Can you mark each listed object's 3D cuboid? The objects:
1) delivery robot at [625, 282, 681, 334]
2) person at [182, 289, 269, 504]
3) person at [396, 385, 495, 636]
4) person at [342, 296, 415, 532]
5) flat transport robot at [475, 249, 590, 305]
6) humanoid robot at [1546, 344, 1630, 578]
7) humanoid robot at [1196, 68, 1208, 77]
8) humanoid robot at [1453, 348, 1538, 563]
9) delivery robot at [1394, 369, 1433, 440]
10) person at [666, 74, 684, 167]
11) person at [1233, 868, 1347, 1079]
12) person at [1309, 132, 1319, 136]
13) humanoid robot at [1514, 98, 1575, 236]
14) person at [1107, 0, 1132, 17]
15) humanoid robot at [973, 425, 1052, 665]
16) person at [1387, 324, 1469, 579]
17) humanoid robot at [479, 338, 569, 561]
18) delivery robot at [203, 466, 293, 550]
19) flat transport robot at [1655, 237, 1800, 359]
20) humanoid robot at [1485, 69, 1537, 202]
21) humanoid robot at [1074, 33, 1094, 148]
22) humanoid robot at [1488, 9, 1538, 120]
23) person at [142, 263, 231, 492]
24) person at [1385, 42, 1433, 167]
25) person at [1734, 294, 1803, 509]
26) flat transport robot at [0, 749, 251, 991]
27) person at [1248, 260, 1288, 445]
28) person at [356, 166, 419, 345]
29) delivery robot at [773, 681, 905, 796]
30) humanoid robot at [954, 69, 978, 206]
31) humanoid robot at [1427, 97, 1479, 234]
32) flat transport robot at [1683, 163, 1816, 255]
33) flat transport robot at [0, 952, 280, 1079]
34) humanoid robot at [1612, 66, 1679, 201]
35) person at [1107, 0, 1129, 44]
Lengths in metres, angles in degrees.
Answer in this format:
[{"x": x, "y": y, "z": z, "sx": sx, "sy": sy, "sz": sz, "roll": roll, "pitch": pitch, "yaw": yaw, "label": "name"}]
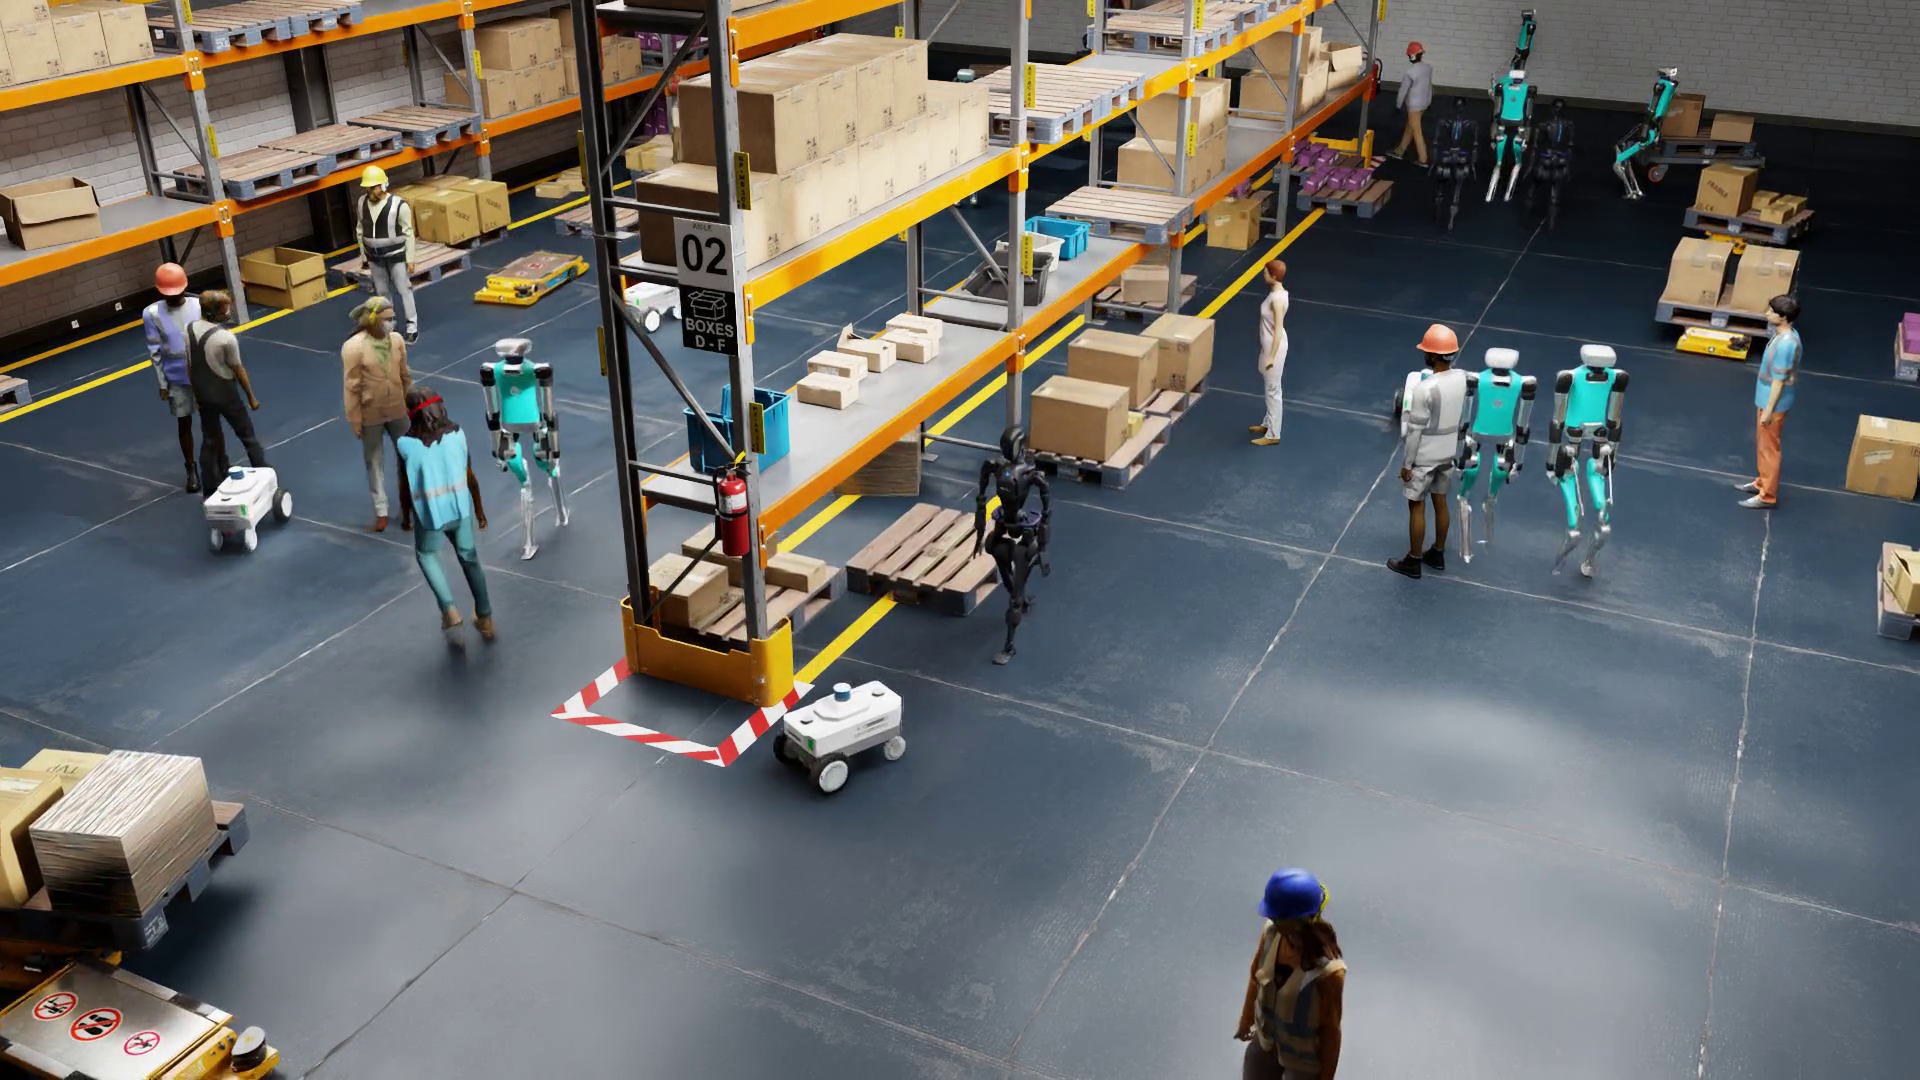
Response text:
[{"x": -3.282, "y": -2.526, "z": 17.565, "sx": 0.499, "sy": 0.600, "sz": 0.801, "roll": 17, "pitch": 31, "yaw": 30, "label": "delivery robot"}, {"x": -5.942, "y": -1.143, "z": 13.352, "sx": 0.549, "sy": 1.812, "sz": 0.418, "roll": 7, "pitch": 27, "yaw": 13, "label": "person"}, {"x": -3.528, "y": -0.179, "z": 11.354, "sx": 0.560, "sy": 1.847, "sz": 0.480, "roll": -17, "pitch": 31, "yaw": -30, "label": "person"}, {"x": -4.526, "y": -1.005, "z": 13.028, "sx": 0.380, "sy": 1.859, "sz": 0.646, "roll": 22, "pitch": 34, "yaw": 37, "label": "person"}, {"x": -4.817, "y": -2.969, "z": 18.774, "sx": 0.659, "sy": 0.231, "sz": 1.431, "roll": 7, "pitch": 27, "yaw": 15, "label": "flat transport robot"}, {"x": 4.588, "y": -0.479, "z": 12.094, "sx": 0.532, "sy": 1.791, "sz": 0.732, "roll": -2, "pitch": 26, "yaw": -4, "label": "humanoid robot"}, {"x": 3.740, "y": -7.673, "z": 26.688, "sx": 0.613, "sy": 1.646, "sz": 0.394, "roll": -23, "pitch": 35, "yaw": -39, "label": "humanoid robot"}, {"x": 3.942, "y": -0.639, "z": 12.515, "sx": 0.530, "sy": 1.864, "sz": 0.787, "roll": 5, "pitch": 27, "yaw": 11, "label": "humanoid robot"}, {"x": 4.167, "y": -1.244, "z": 14.960, "sx": 0.499, "sy": 0.587, "sz": 0.791, "roll": 8, "pitch": 27, "yaw": 15, "label": "delivery robot"}, {"x": -3.513, "y": -4.951, "z": 21.009, "sx": 0.465, "sy": 1.833, "sz": 0.590, "roll": 2, "pitch": 26, "yaw": 5, "label": "person"}, {"x": 1.356, "y": 2.094, "z": 6.868, "sx": 0.344, "sy": 1.757, "sz": 0.484, "roll": -16, "pitch": 30, "yaw": -29, "label": "person"}, {"x": 4.983, "y": -6.783, "z": 24.708, "sx": 0.962, "sy": 1.857, "sz": 0.710, "roll": -5, "pitch": 27, "yaw": -10, "label": "person"}, {"x": 7.278, "y": -4.651, "z": 20.602, "sx": 0.591, "sy": 1.636, "sz": 0.656, "roll": -5, "pitch": 27, "yaw": -9, "label": "humanoid robot"}, {"x": 2.788, "y": -9.019, "z": 29.138, "sx": 0.444, "sy": 1.923, "sz": 0.534, "roll": -18, "pitch": 31, "yaw": -32, "label": "person"}, {"x": 0.379, "y": -0.031, "z": 11.324, "sx": 0.605, "sy": 1.634, "sz": 0.815, "roll": 13, "pitch": 29, "yaw": 25, "label": "humanoid robot"}, {"x": 3.444, "y": -0.650, "z": 12.229, "sx": 0.544, "sy": 1.930, "sz": 0.385, "roll": -16, "pitch": 30, "yaw": -29, "label": "person"}, {"x": -3.253, "y": -0.766, "z": 12.733, "sx": 0.537, "sy": 1.829, "sz": 0.873, "roll": 0, "pitch": 26, "yaw": 0, "label": "humanoid robot"}, {"x": -5.618, "y": -0.287, "z": 13.048, "sx": 0.499, "sy": 0.606, "sz": 0.807, "roll": 0, "pitch": 26, "yaw": 0, "label": "delivery robot"}, {"x": 7.891, "y": -2.212, "z": 17.247, "sx": 0.659, "sy": 0.231, "sz": 1.431, "roll": 14, "pitch": 29, "yaw": 26, "label": "flat transport robot"}, {"x": 7.264, "y": -5.309, "z": 21.862, "sx": 0.536, "sy": 1.794, "sz": 0.702, "roll": 13, "pitch": 29, "yaw": 25, "label": "humanoid robot"}, {"x": 1.916, "y": -6.664, "z": 24.645, "sx": 0.614, "sy": 1.650, "sz": 0.302, "roll": 19, "pitch": 32, "yaw": 34, "label": "humanoid robot"}, {"x": 8.566, "y": -7.417, "z": 26.005, "sx": 0.700, "sy": 1.711, "sz": 0.535, "roll": 4, "pitch": 27, "yaw": 8, "label": "humanoid robot"}, {"x": -6.292, "y": -1.338, "z": 13.613, "sx": 0.542, "sy": 1.927, "sz": 0.370, "roll": -15, "pitch": 30, "yaw": -27, "label": "person"}, {"x": 6.474, "y": -6.226, "z": 23.742, "sx": 0.569, "sy": 1.704, "sz": 0.807, "roll": -22, "pitch": 34, "yaw": -37, "label": "person"}, {"x": 6.526, "y": -1.114, "z": 13.366, "sx": 0.362, "sy": 1.753, "sz": 0.496, "roll": 9, "pitch": 28, "yaw": 17, "label": "person"}, {"x": -4.580, "y": 1.891, "z": 8.958, "sx": 0.659, "sy": 0.231, "sz": 1.431, "roll": 4, "pitch": 27, "yaw": 8, "label": "flat transport robot"}, {"x": 2.719, "y": -1.639, "z": 14.518, "sx": 0.279, "sy": 1.655, "sz": 0.449, "roll": 4, "pitch": 27, "yaw": 7, "label": "person"}, {"x": -5.803, "y": -2.874, "z": 16.821, "sx": 0.599, "sy": 1.831, "sz": 0.404, "roll": 4, "pitch": 27, "yaw": 8, "label": "person"}, {"x": -0.729, "y": 1.166, "z": 10.121, "sx": 0.807, "sy": 0.613, "sz": 0.499, "roll": -18, "pitch": 32, "yaw": -33, "label": "delivery robot"}, {"x": 0.067, "y": -5.152, "z": 21.424, "sx": 0.530, "sy": 1.692, "sz": 0.747, "roll": 1, "pitch": 26, "yaw": 2, "label": "humanoid robot"}, {"x": 6.132, "y": -4.684, "z": 20.672, "sx": 0.589, "sy": 1.631, "sz": 0.683, "roll": 6, "pitch": 27, "yaw": 12, "label": "humanoid robot"}, {"x": 9.636, "y": -3.739, "z": 20.331, "sx": 0.659, "sy": 0.231, "sz": 1.431, "roll": 22, "pitch": 34, "yaw": 37, "label": "flat transport robot"}, {"x": -4.023, "y": 2.409, "z": 7.912, "sx": 1.431, "sy": 0.231, "sz": 0.659, "roll": 12, "pitch": 29, "yaw": 23, "label": "flat transport robot"}, {"x": 8.964, "y": -5.388, "z": 21.942, "sx": 0.709, "sy": 1.739, "sz": 0.543, "roll": 23, "pitch": 34, "yaw": 38, "label": "humanoid robot"}, {"x": 2.497, "y": -7.798, "z": 26.834, "sx": 0.515, "sy": 1.781, "sz": 0.956, "roll": -6, "pitch": 27, "yaw": -11, "label": "person"}]
